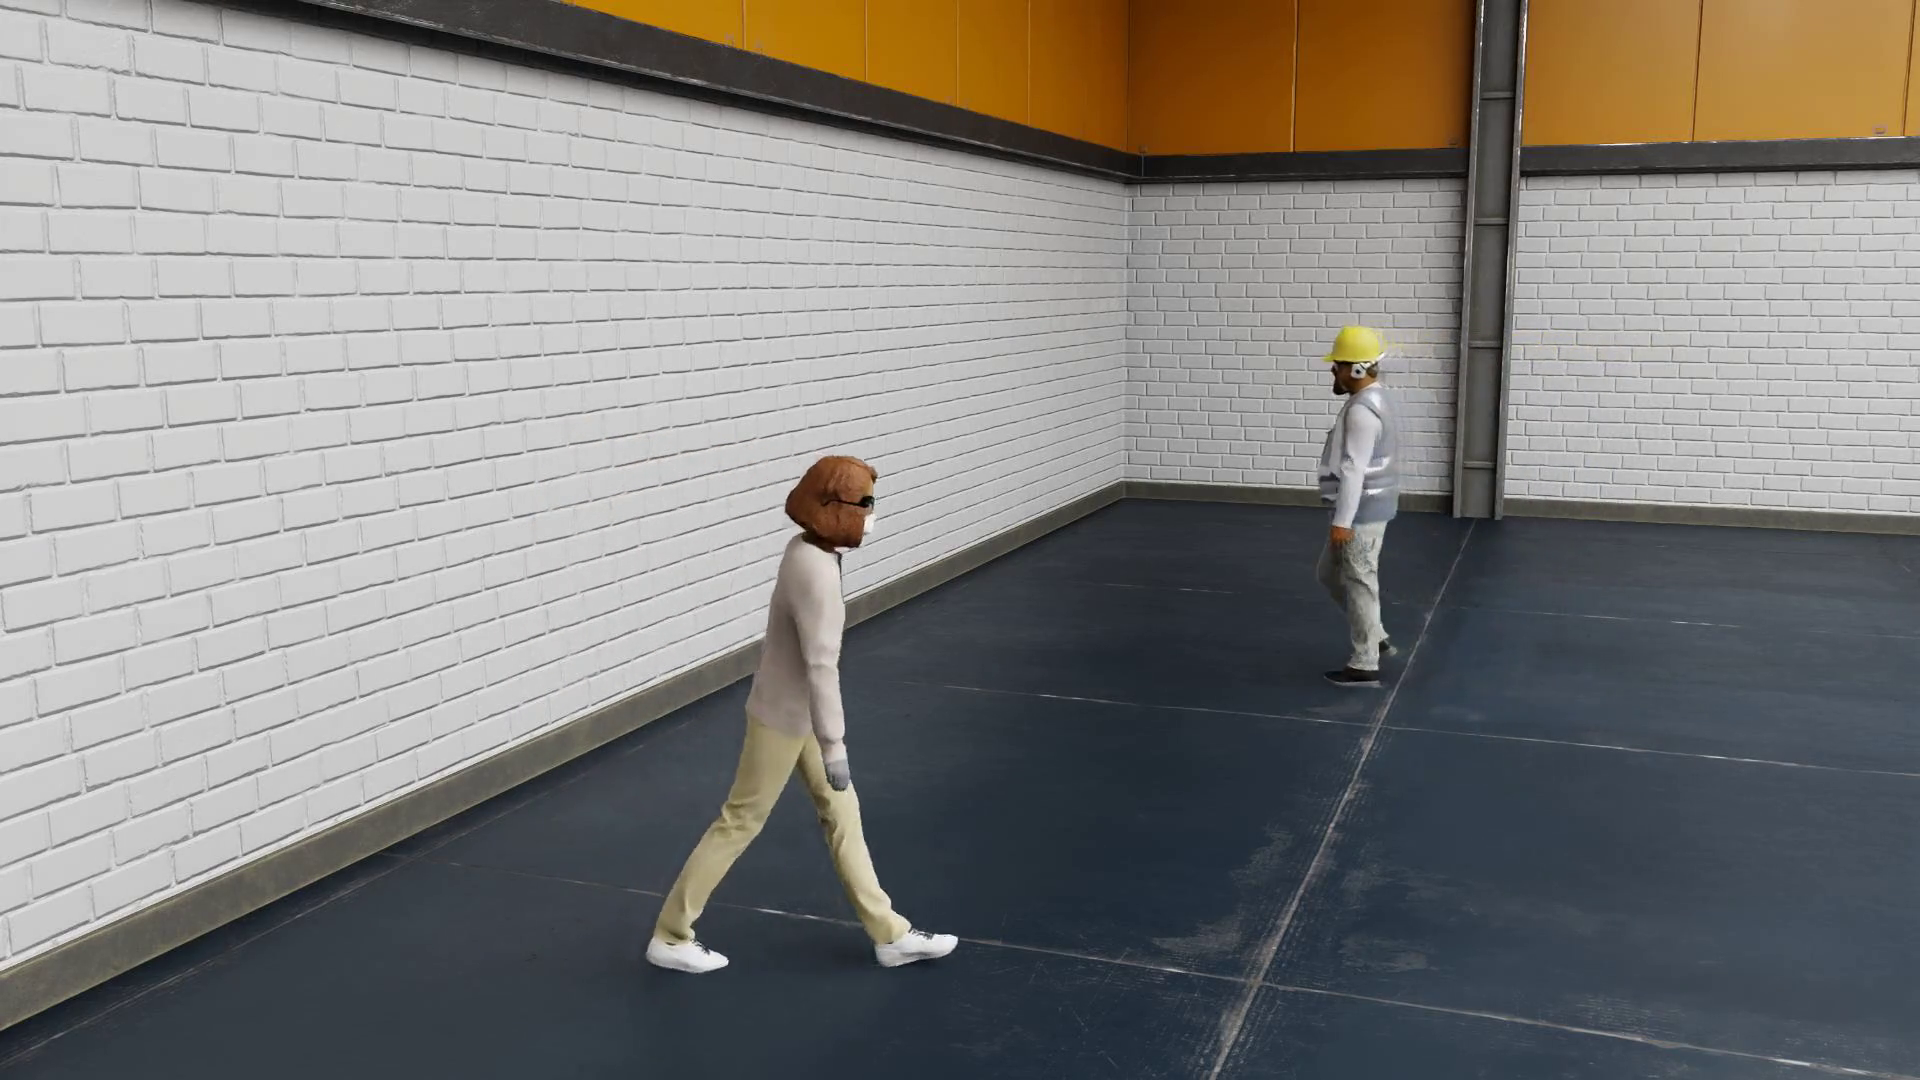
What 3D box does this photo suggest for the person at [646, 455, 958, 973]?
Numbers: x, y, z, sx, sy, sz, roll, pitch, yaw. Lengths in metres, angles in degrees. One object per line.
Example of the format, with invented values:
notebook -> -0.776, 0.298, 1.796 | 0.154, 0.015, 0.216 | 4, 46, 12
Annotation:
person -> -0.500, 0.528, 4.852 | 0.928, 1.558, 0.505 | 0, 9, -3

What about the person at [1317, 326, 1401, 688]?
person -> 1.983, -0.156, 8.326 | 0.417, 1.818, 0.592 | 2, 9, 15
